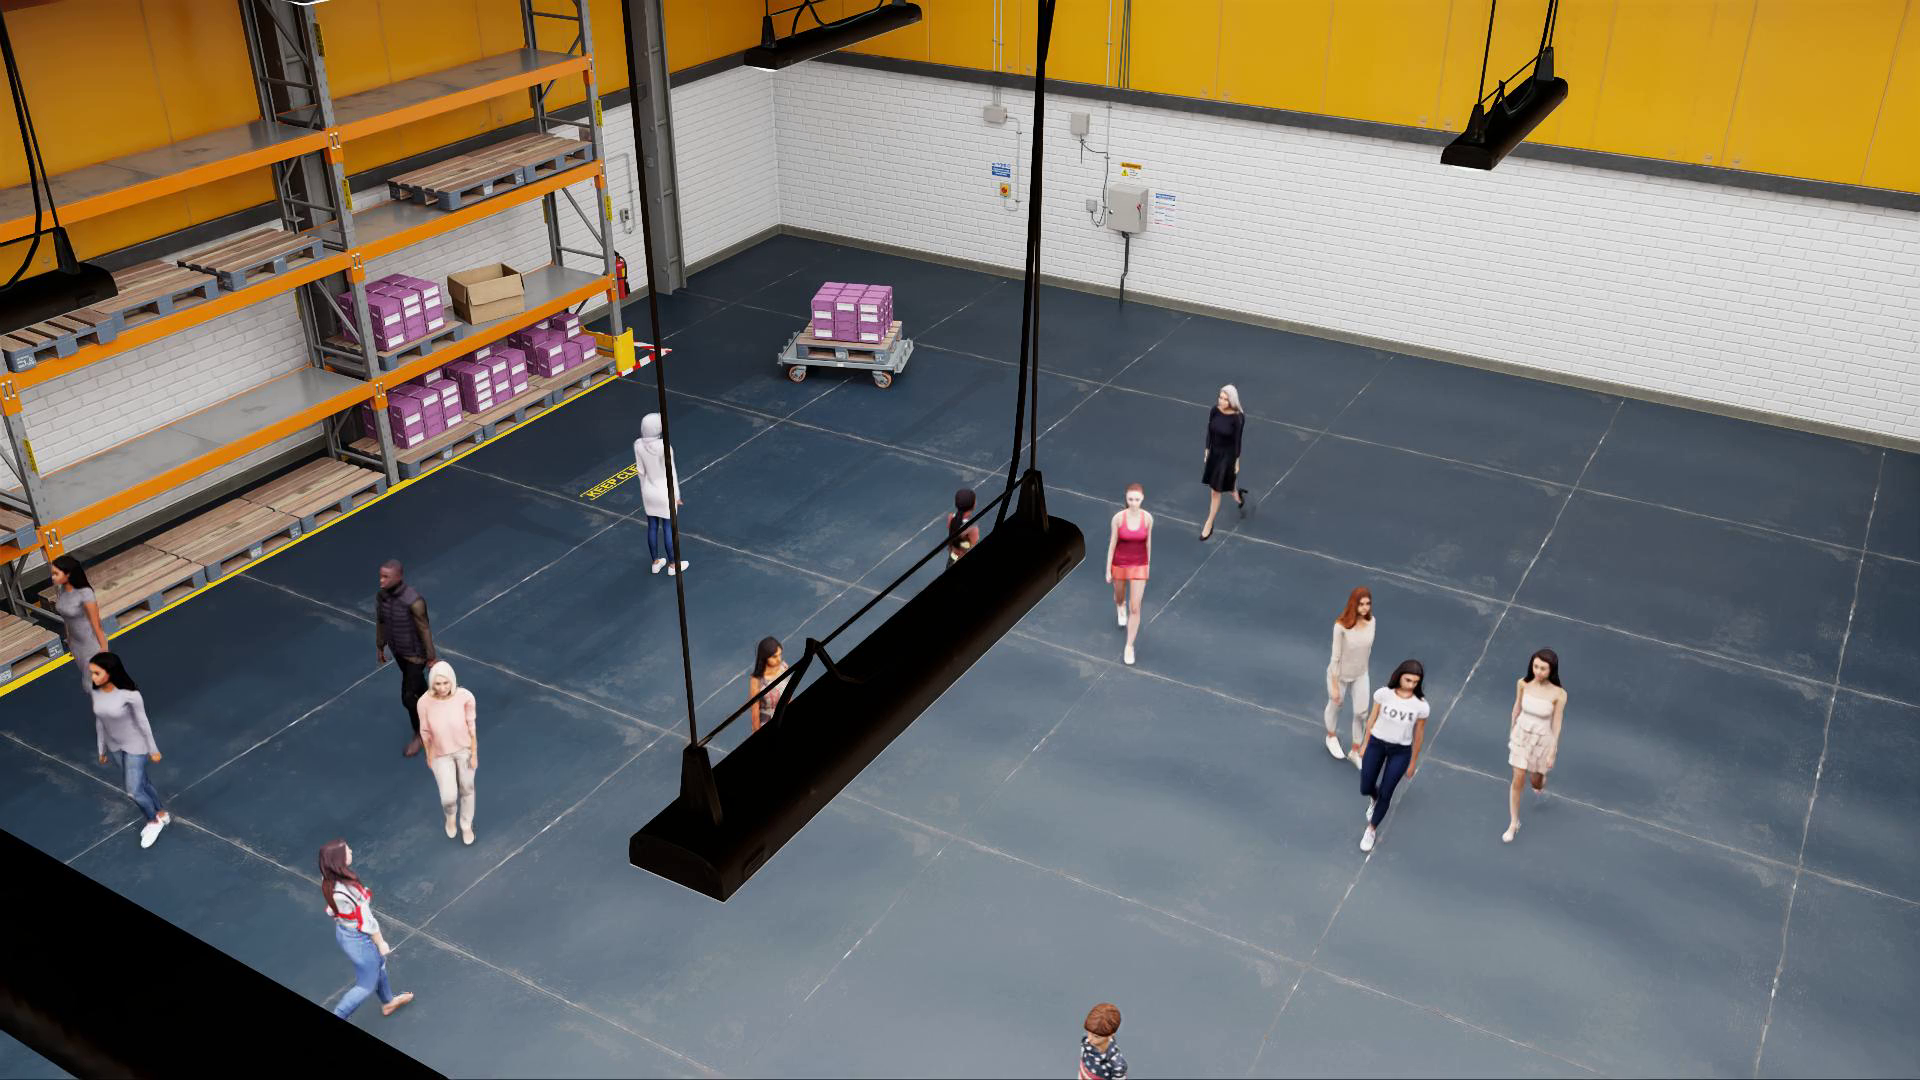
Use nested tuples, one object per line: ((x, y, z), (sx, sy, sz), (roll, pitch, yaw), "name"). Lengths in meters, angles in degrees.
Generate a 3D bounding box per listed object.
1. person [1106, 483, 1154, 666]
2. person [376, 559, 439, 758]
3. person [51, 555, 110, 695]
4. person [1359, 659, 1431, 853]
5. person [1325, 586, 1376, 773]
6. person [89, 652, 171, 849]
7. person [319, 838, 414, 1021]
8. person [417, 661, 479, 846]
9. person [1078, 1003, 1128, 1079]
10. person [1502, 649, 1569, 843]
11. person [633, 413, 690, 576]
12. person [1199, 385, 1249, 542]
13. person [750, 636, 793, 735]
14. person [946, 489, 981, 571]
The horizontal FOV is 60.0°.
((1.605, 0.230, 15.737), (0.917, 1.717, 1.210), (2, 29, 4), "person")
((-4.663, 0.939, 14.326), (0.758, 1.823, 0.747), (19, 34, 31), "person")
((-7.477, 0.905, 14.450), (0.597, 1.765, 0.647), (16, 32, 27), "person")
((3.399, 1.639, 13.111), (0.660, 1.758, 0.755), (14, 32, 24), "person")
((3.259, 1.107, 14.154), (0.840, 1.694, 0.903), (-7, 29, -12), "person")
((-6.527, 1.598, 13.225), (0.672, 1.721, 0.672), (10, 30, 18), "person")
((-4.145, 2.743, 11.262), (0.753, 1.590, 1.046), (24, 37, 37), "person")
((-4.013, 1.628, 13.180), (0.724, 1.712, 0.793), (-9, 30, -16), "person")
((0.858, 3.400, 10.216), (0.581, 1.439, 0.571), (-19, 34, -31), "person")
((4.600, 1.600, 13.226), (0.662, 1.717, 0.943), (22, 36, 35), "person")
((-3.074, -0.466, 16.954), (0.635, 1.775, 0.560), (12, 31, 20), "person")
((2.841, -0.864, 17.734), (1.101, 1.725, 0.774), (-25, 38, -38), "person")
((-1.521, 1.491, 13.501), (0.736, 1.644, 0.505), (20, 35, 32), "person")
((-0.034, 0.352, 15.489), (0.653, 1.741, 0.789), (23, 36, 36), "person")
